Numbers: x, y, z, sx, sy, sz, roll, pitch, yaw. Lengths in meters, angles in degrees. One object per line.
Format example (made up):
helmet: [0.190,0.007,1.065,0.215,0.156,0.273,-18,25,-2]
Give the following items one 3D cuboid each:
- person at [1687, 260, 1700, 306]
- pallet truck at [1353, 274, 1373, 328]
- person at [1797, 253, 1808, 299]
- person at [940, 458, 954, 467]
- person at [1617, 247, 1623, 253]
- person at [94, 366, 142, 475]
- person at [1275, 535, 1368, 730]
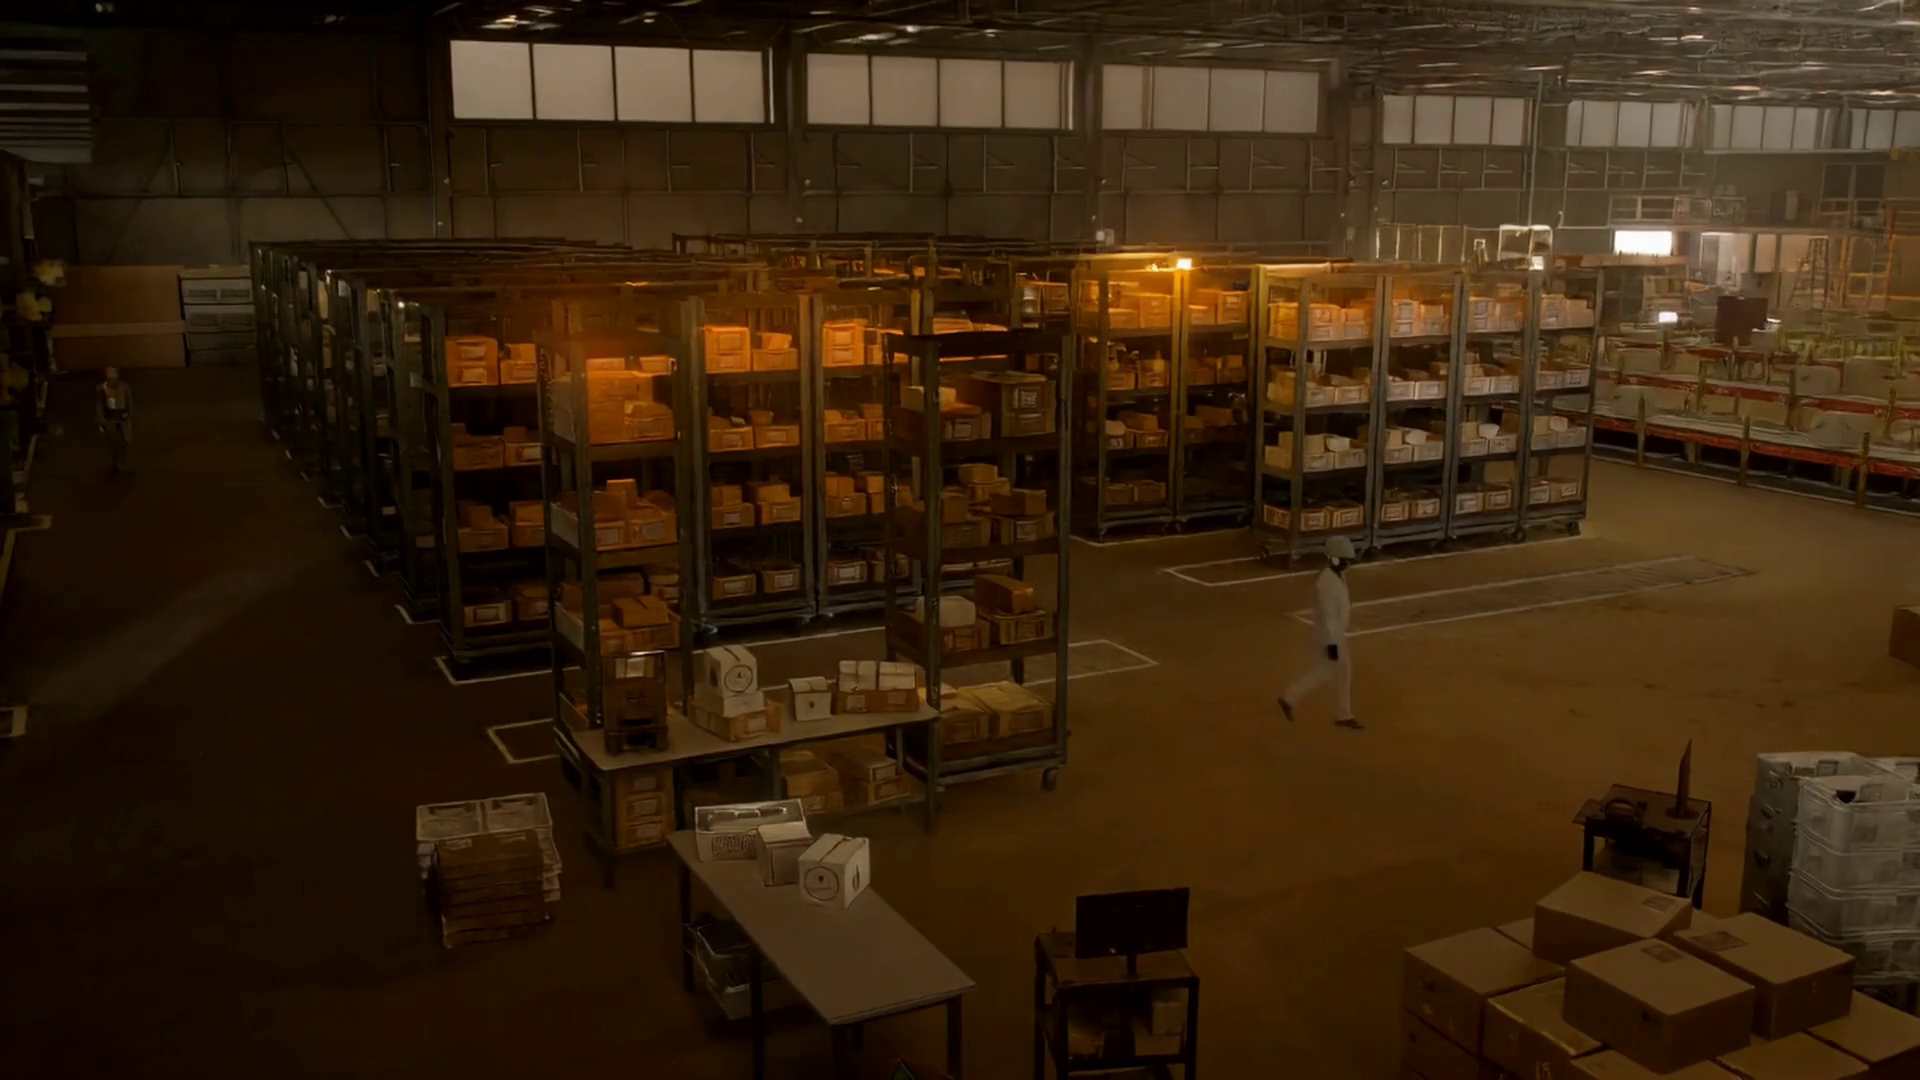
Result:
person: [27.914,-9.708,63.262,0.586,1.882,0.340,-6,13,-26]
pallet truck: [13.011,-8.050,55.243,0.823,1.965,1.885,-7,14,-28]
person: [34.925,-11.001,69.249,0.705,1.914,0.549,11,16,42]
person: [-0.340,-1.081,23.141,0.587,1.802,0.776,-12,17,-44]
person: [29.808,-12.298,75.274,0.595,1.925,0.374,-6,13,-26]
person: [-13.756,-1.942,27.161,0.618,1.786,0.911,-11,16,-40]
person: [3.174,0.801,14.461,0.741,1.730,0.565,6,14,28]
